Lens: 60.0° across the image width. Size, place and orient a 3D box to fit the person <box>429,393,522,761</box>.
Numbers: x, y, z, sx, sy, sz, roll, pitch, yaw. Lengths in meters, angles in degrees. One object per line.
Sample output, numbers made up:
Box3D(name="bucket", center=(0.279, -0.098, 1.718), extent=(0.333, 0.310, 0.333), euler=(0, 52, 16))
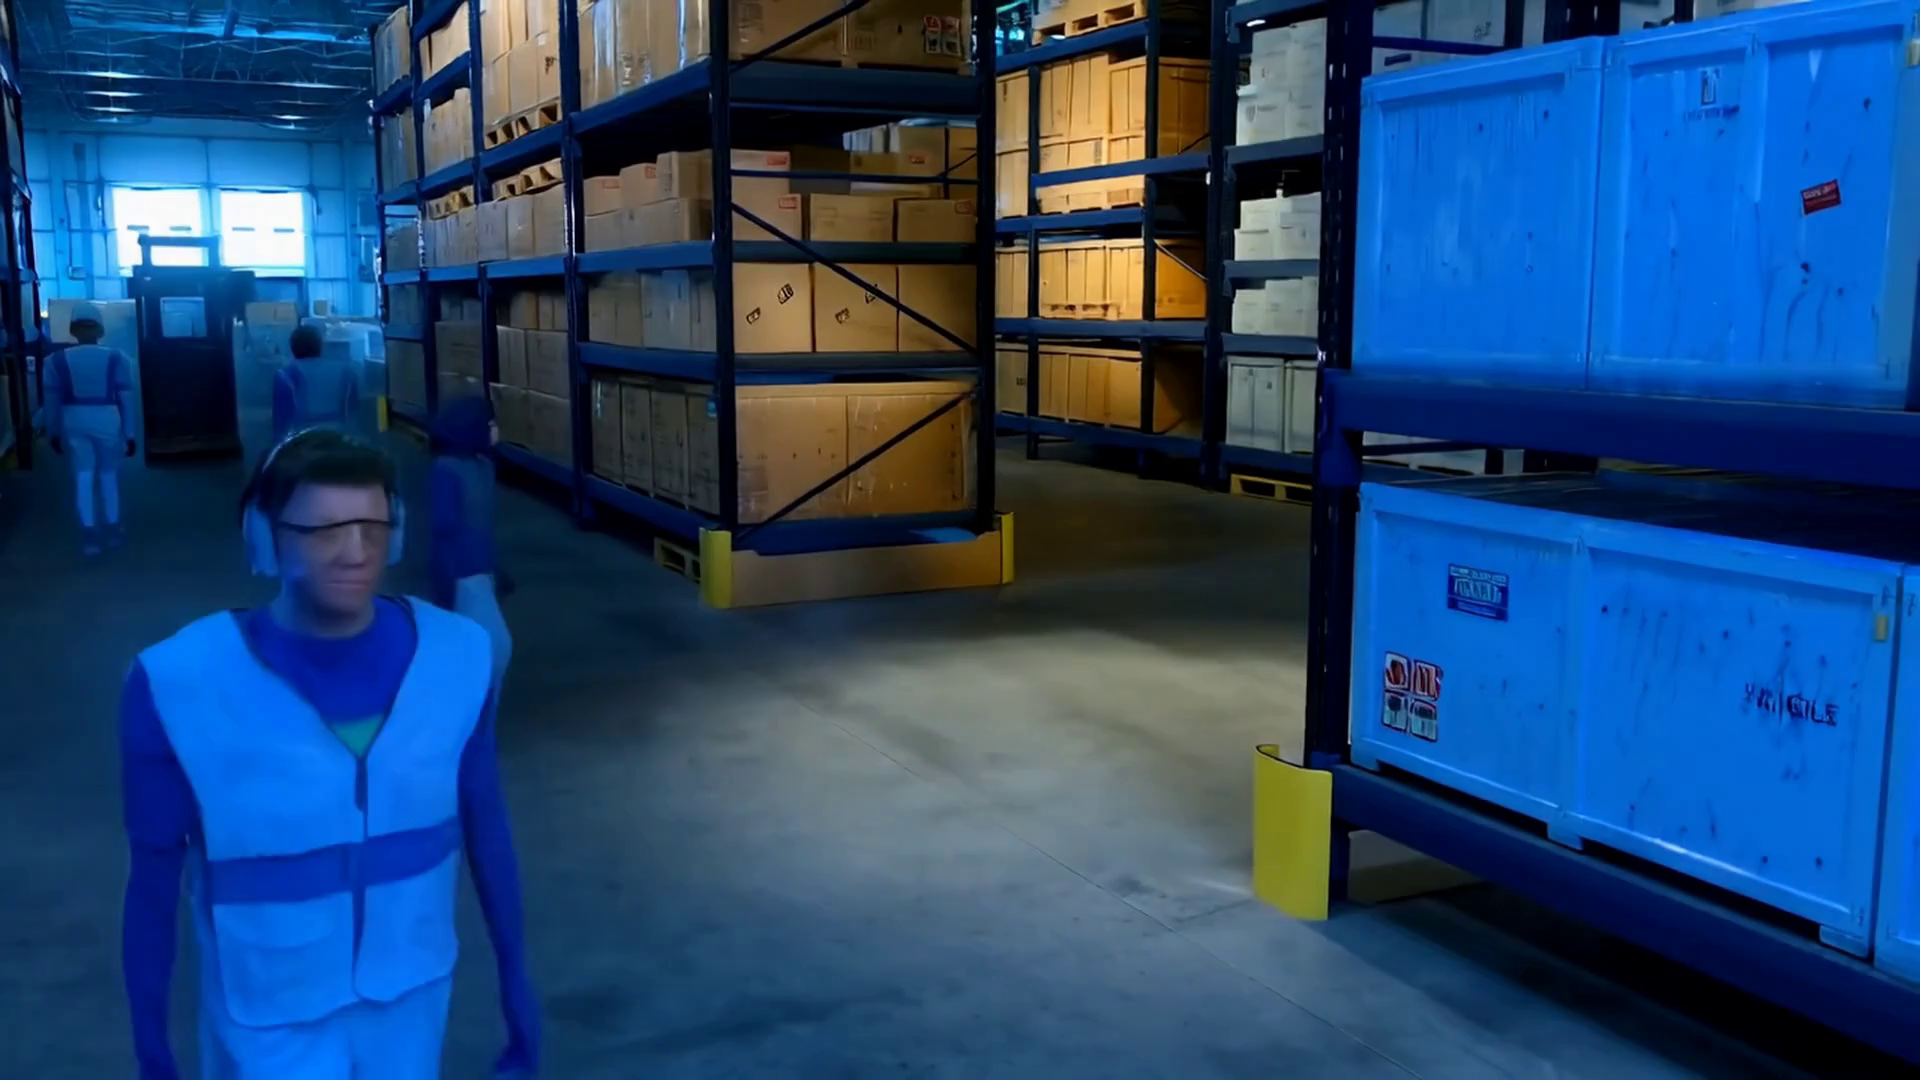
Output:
Box3D(name="person", center=(-2.104, 0.170, 7.255), extent=(0.449, 1.618, 0.509), euler=(0, 8, 1))

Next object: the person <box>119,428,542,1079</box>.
Box3D(name="person", center=(-0.946, 0.739, 2.582), extent=(0.495, 1.827, 0.590), euler=(8, 11, 44))

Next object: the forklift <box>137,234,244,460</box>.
Box3D(name="forklift", center=(-9.908, -2.491, 21.266), extent=(1.129, 2.768, 1.873), euler=(-4, 9, -26))

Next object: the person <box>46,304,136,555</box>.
Box3D(name="person", center=(-6.970, -0.894, 13.351), extent=(0.625, 1.984, 1.099), euler=(-4, 9, -26))

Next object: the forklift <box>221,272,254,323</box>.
Box3D(name="forklift", center=(-21.660, -6.656, 49.987), extent=(1.873, 2.768, 1.129), euler=(6, 10, 37))

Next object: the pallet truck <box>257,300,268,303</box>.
Box3D(name="pallet truck", center=(-23.913, -7.404, 58.171), extent=(1.885, 1.965, 0.823), euler=(-1, 8, -9))

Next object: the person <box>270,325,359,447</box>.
Box3D(name="person", center=(-4.766, -0.664, 12.267), extent=(0.442, 1.829, 0.652), euler=(6, 10, 37))

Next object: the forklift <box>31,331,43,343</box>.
Box3D(name="forklift", center=(-30.490, -7.251, 54.090), extent=(1.129, 2.768, 1.873), euler=(-4, 9, -26))

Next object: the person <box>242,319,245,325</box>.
Box3D(name="person", center=(-16.574, -4.603, 39.171), extent=(0.592, 1.915, 0.399), euler=(-7, 11, -41))
